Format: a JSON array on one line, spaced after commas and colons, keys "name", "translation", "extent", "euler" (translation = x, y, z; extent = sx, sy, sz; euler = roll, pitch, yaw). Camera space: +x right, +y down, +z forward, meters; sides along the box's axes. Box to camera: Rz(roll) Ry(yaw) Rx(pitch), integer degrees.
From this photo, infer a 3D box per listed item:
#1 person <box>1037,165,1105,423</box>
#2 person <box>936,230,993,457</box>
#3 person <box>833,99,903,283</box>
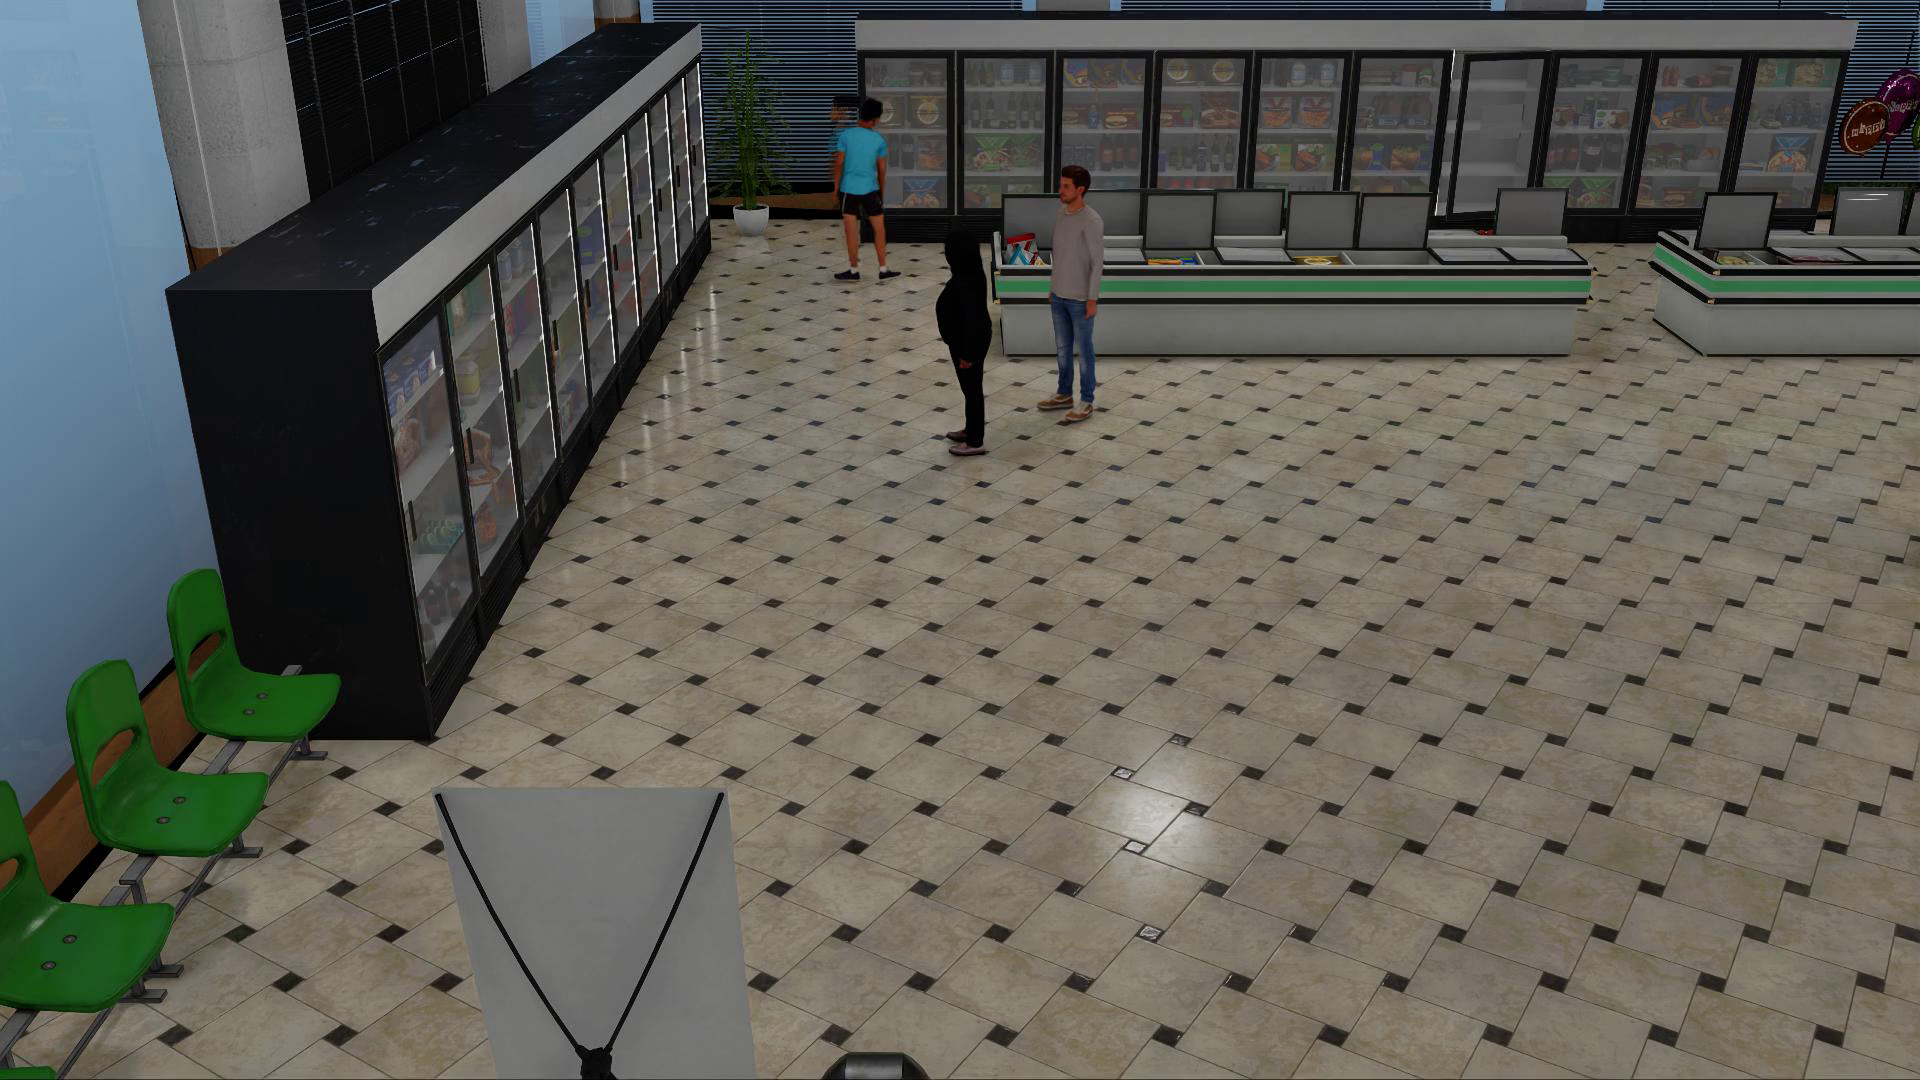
[{"name": "person", "translation": [0.858, -1.841, 12.400], "extent": [0.774, 1.902, 0.756], "euler": [-16, 28, -32]}, {"name": "person", "translation": [0.068, -1.396, 11.745], "extent": [0.601, 1.612, 0.625], "euler": [0, 24, 0]}, {"name": "person", "translation": [-0.987, -3.339, 16.014], "extent": [0.720, 1.749, 0.924], "euler": [-13, 27, -27]}]
